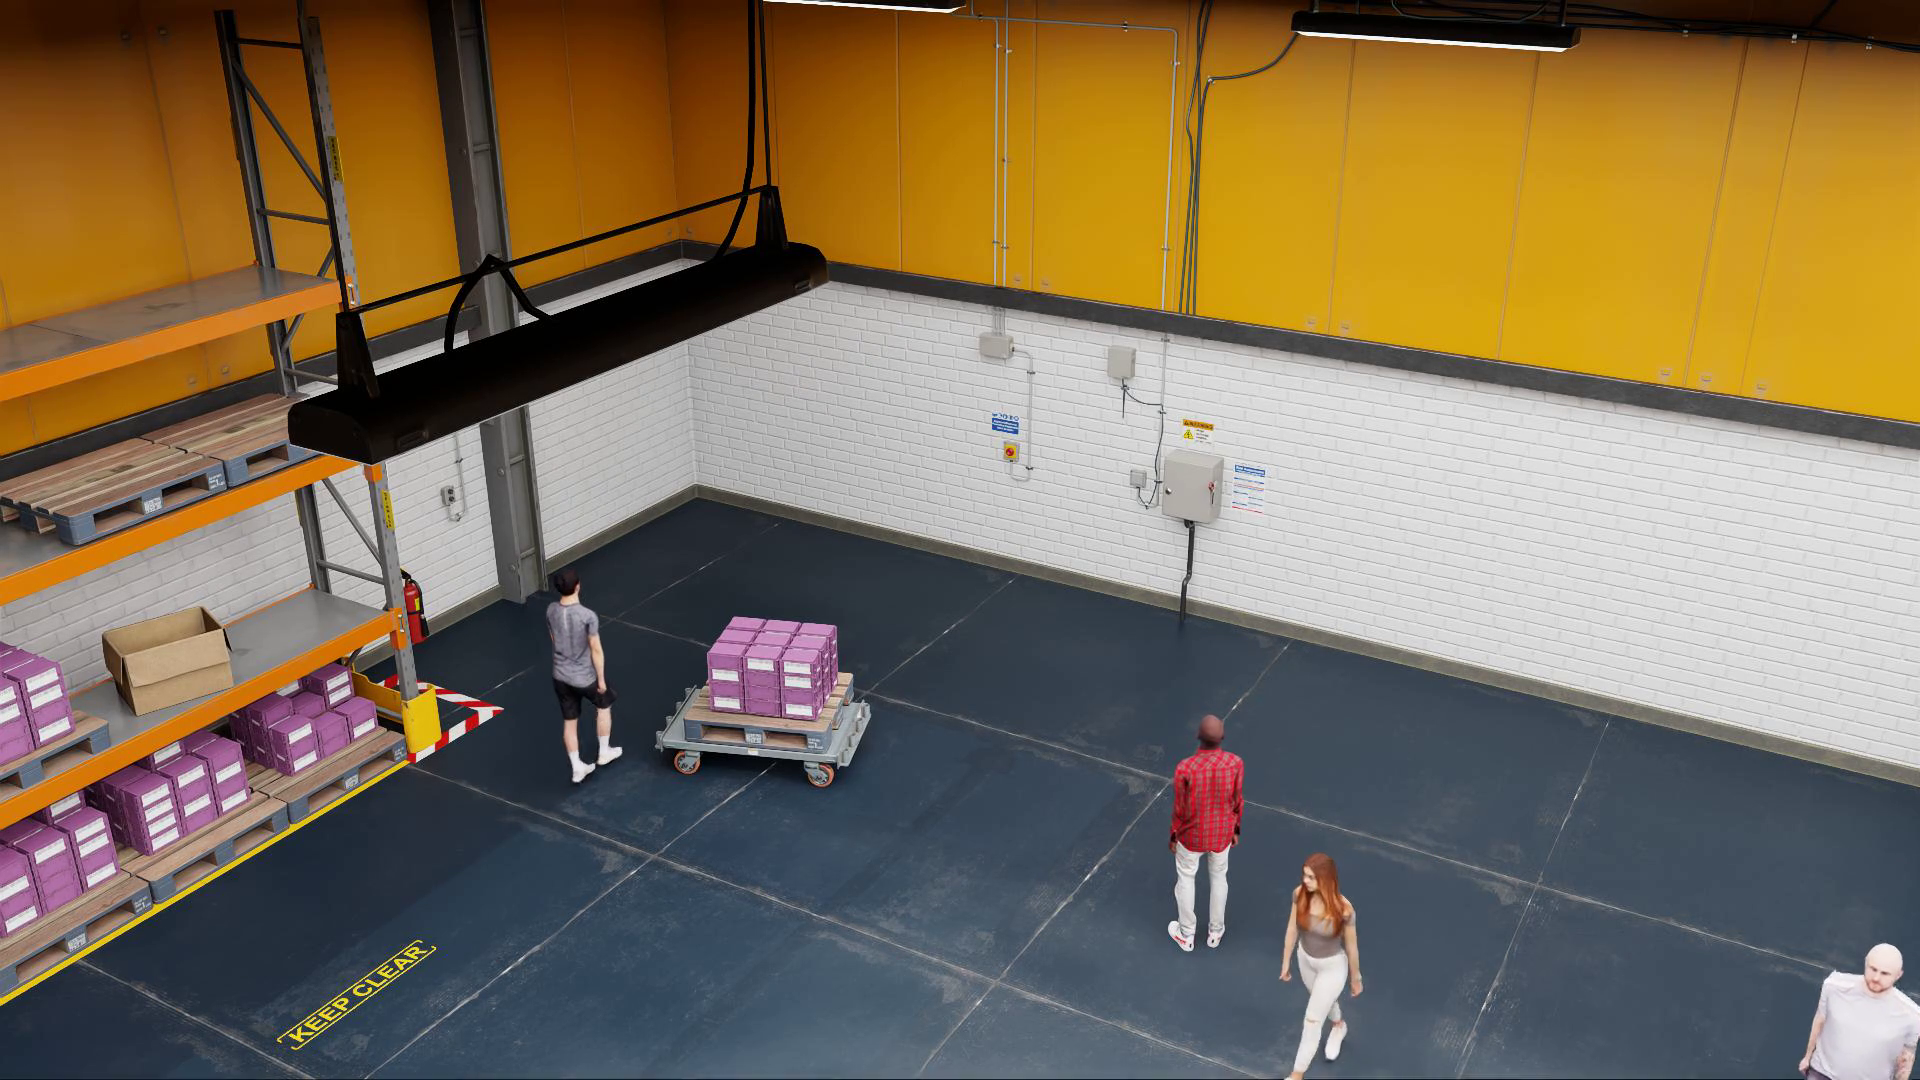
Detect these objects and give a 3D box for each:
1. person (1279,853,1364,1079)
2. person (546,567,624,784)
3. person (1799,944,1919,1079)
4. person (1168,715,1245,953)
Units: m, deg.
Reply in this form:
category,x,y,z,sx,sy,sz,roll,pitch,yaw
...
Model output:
category,x,y,z,sx,sy,sz,roll,pitch,yaw
person,2.288,2.604,10.257,0.852,1.683,1.224,19,30,37
person,-3.144,1.126,13.425,0.757,1.855,0.855,9,25,19
person,4.984,2.964,9.261,0.724,1.822,0.695,18,29,35
person,1.691,2.006,11.456,0.757,1.819,0.784,-2,24,-5
